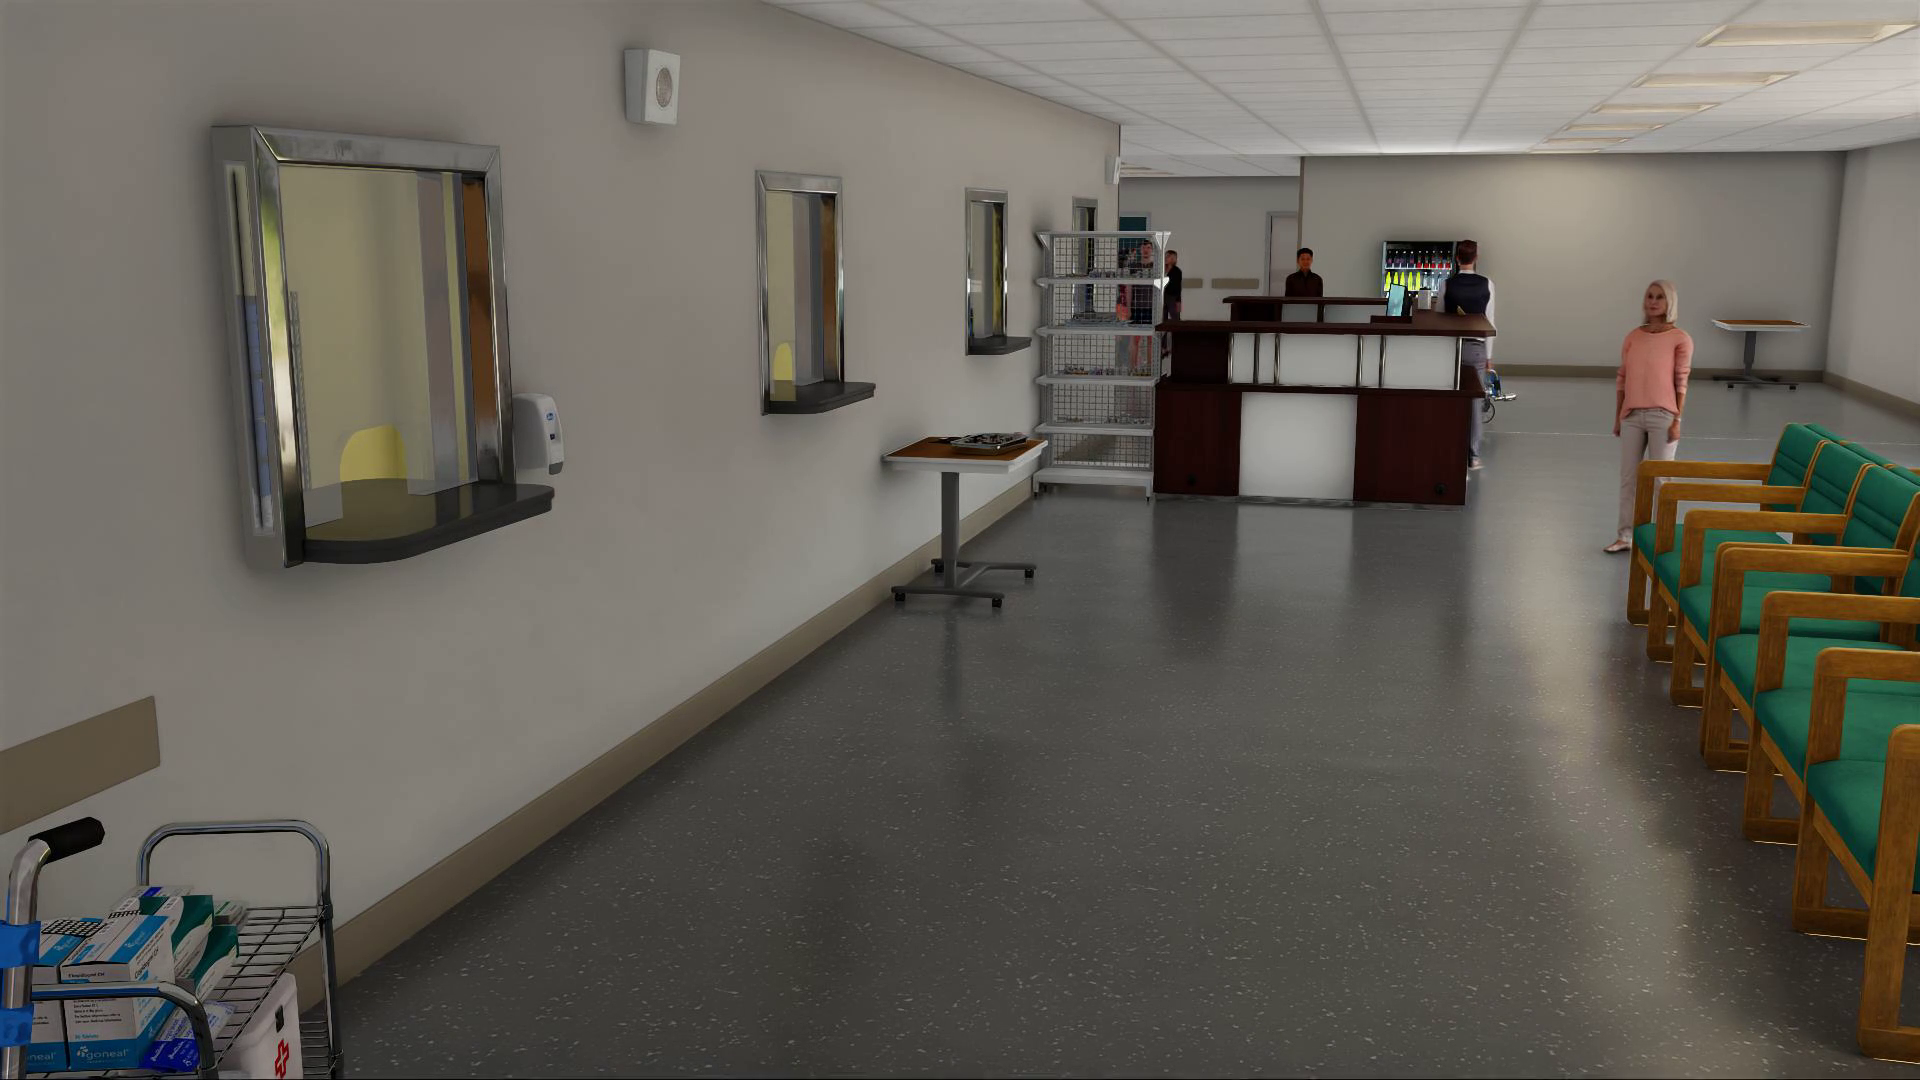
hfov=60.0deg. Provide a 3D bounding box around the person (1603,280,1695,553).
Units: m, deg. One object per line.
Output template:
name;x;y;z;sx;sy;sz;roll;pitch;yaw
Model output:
person;4.323;-0.764;10.412;0.619;1.724;0.739;10;15;42

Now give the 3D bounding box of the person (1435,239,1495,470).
person;4.288;-1.586;14.179;0.492;1.935;0.703;3;11;16

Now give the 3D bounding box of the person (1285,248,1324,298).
person;4.151;-2.648;20.182;0.564;1.782;0.760;0;11;-1

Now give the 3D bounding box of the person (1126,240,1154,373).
person;2.488;-3.119;22.487;0.572;1.849;0.754;0;11;1
